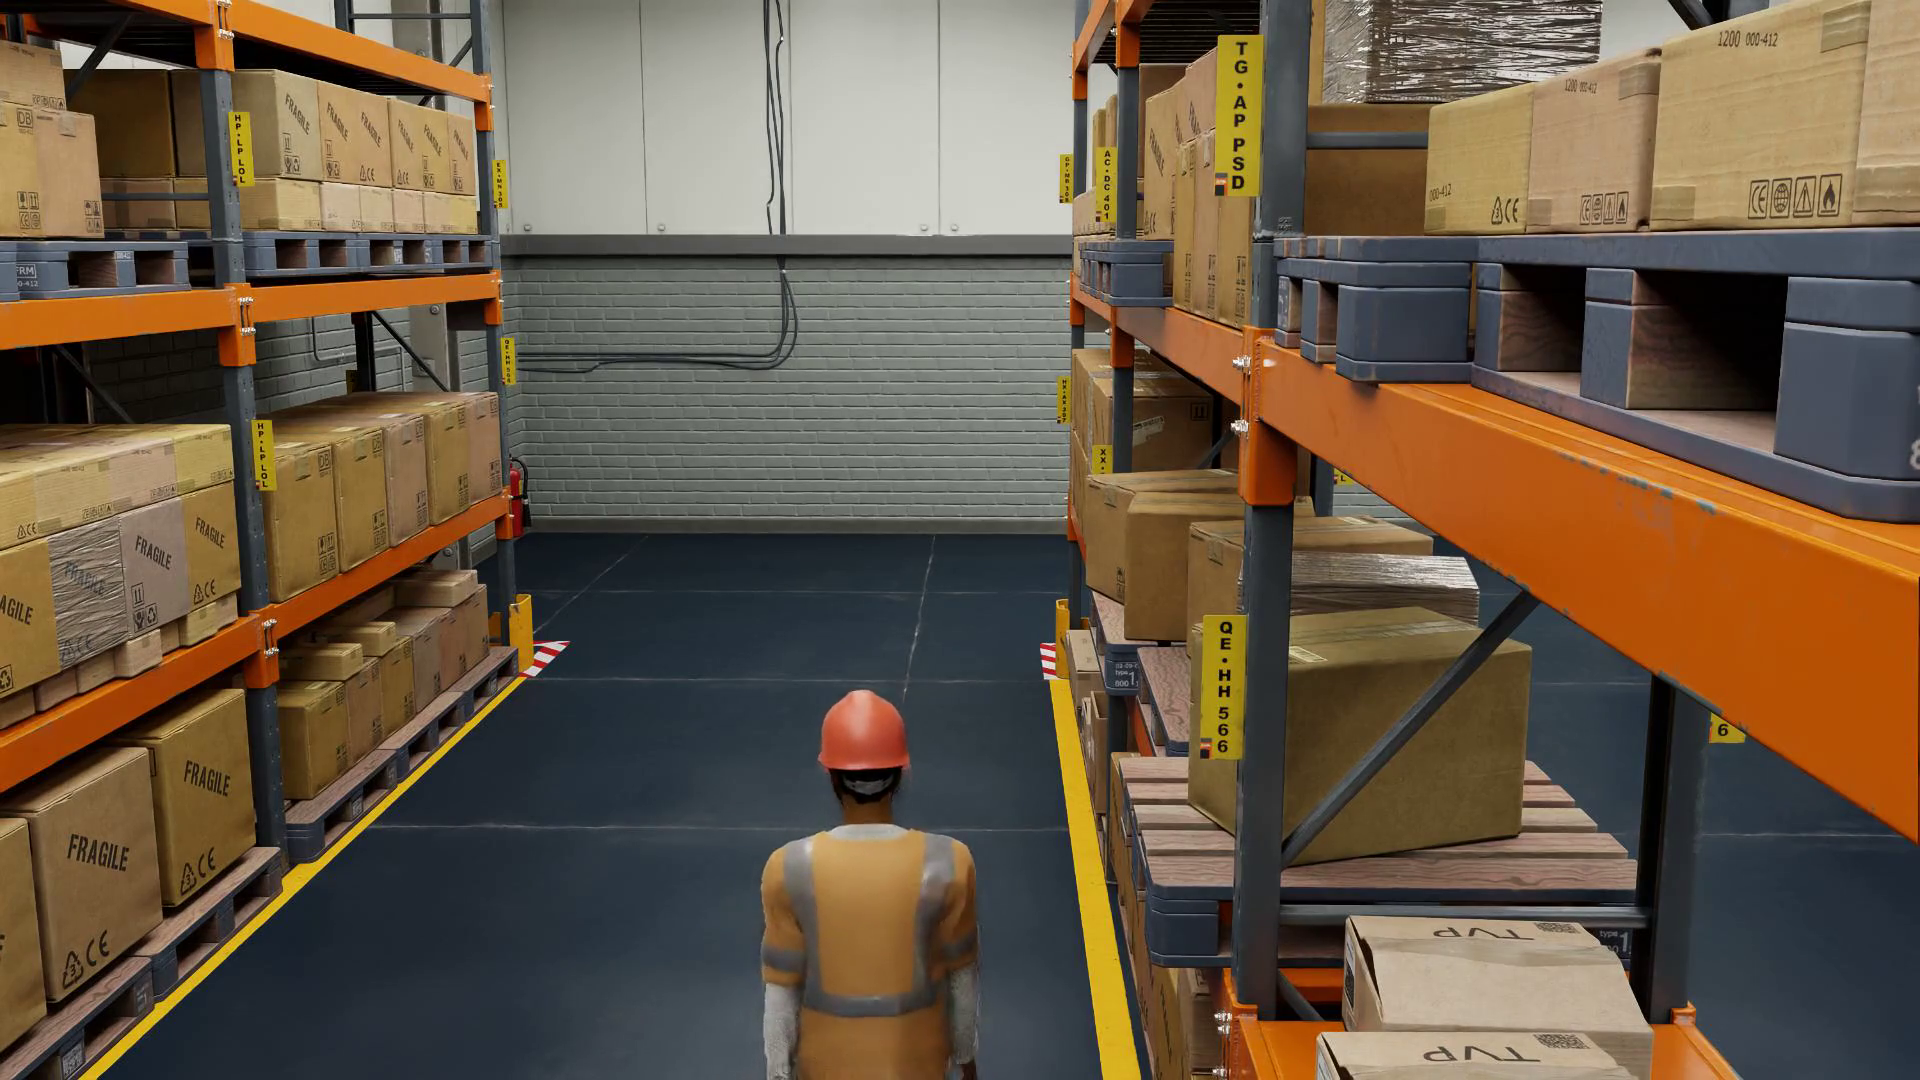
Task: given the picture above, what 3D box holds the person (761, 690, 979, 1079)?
[{"bbox_3d":[-0.224,1.318,4.378,0.550,1.911,0.786,0,10,0],"label":"person"}]
